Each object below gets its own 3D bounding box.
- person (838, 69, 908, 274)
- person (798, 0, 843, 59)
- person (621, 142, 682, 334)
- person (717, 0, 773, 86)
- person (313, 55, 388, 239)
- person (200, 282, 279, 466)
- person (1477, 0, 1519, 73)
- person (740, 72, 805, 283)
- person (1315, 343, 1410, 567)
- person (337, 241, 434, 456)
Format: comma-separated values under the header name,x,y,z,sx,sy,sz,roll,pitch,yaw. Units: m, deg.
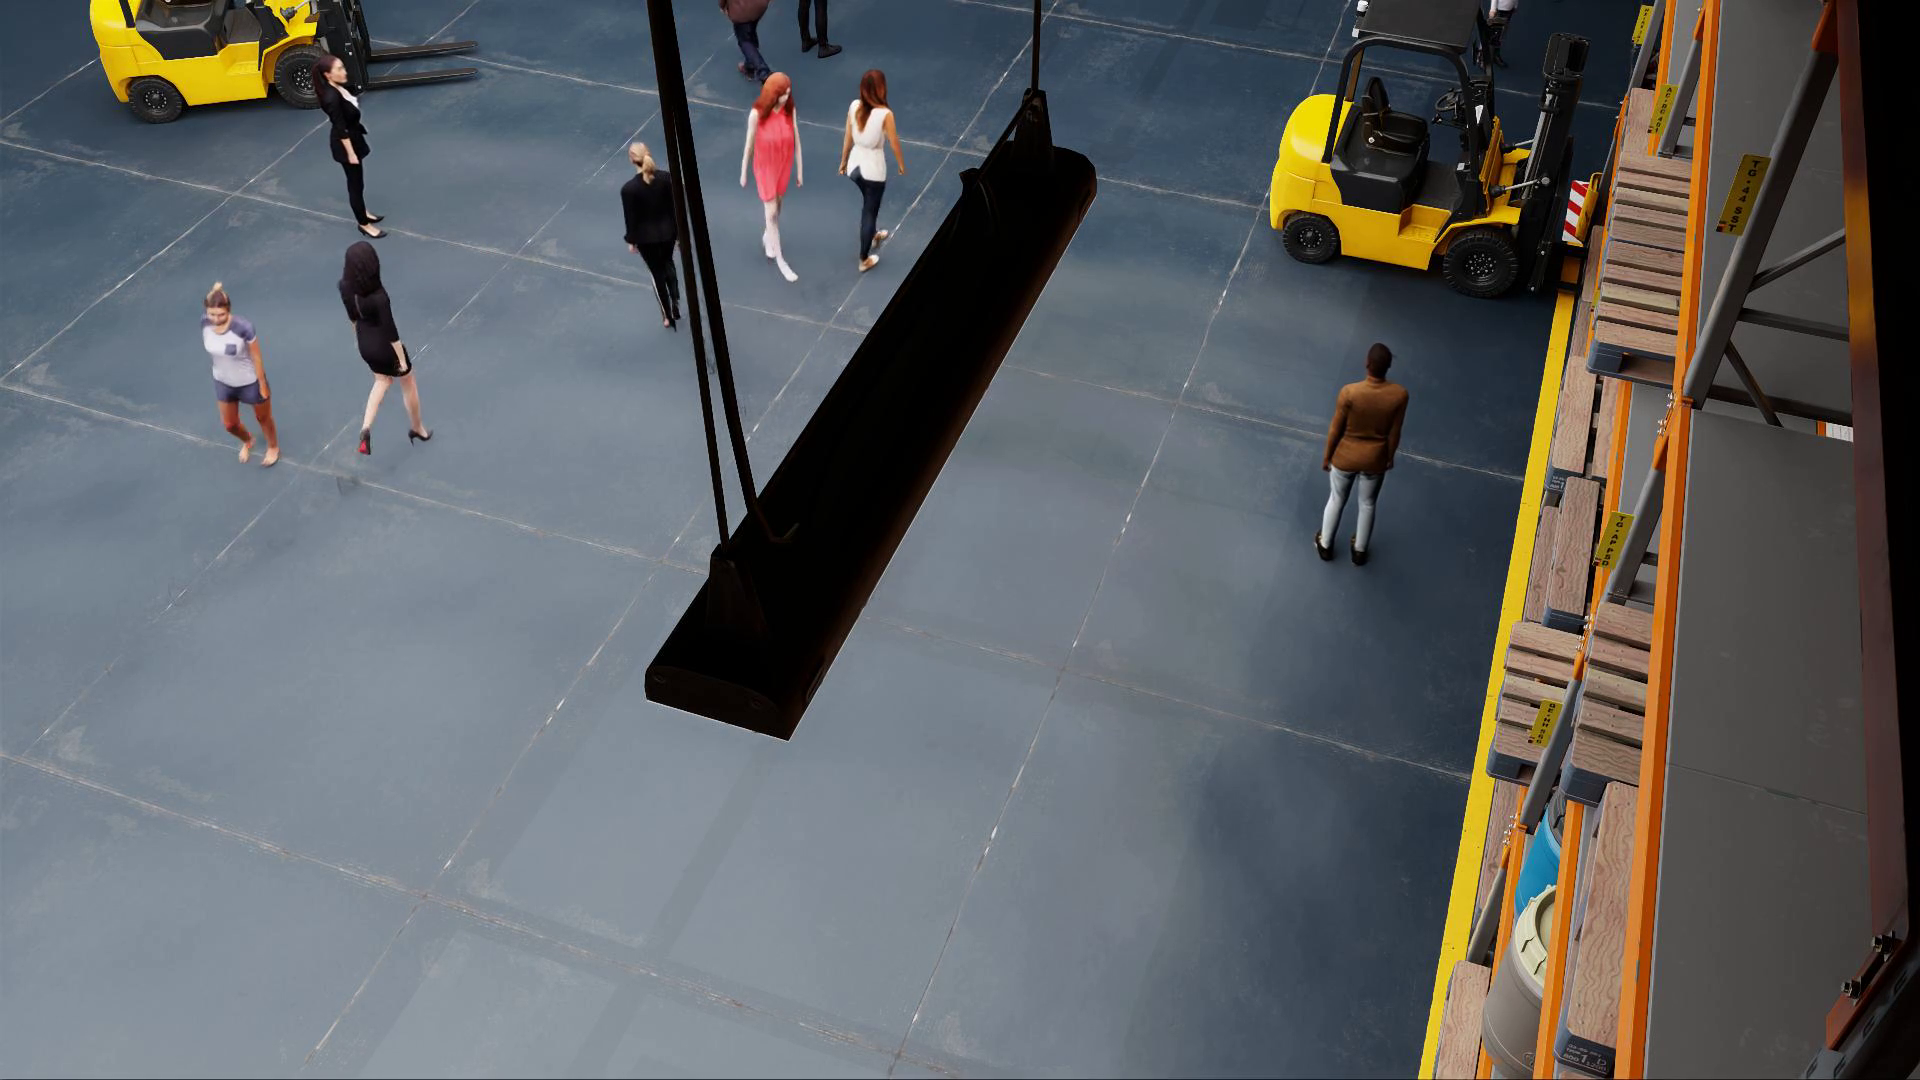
name,x,y,z,sx,sy,sz,roll,pitch,yaw
person,-0.821,-3.037,13.899,0.764,1.762,0.886,24,49,23
person,-1.500,-5.780,16.706,0.725,1.862,0.665,28,50,26
person,-2.380,-2.354,13.232,0.724,1.693,0.799,-22,48,-21
person,-2.021,-5.169,16.101,1.205,1.812,1.179,-28,50,-26
person,-5.283,-3.399,14.353,0.746,1.659,0.661,-11,45,-12
person,-5.227,-1.199,12.083,0.694,1.605,0.657,10,44,10
person,5.447,-5.372,16.700,0.578,1.279,0.640,-19,47,-19
person,-1.595,-3.125,13.976,1.034,1.784,1.061,-18,47,-18
person,2.716,-0.563,11.263,0.675,1.815,0.618,5,44,6
person,-4.262,-1.311,12.073,0.646,1.782,0.877,20,47,20
